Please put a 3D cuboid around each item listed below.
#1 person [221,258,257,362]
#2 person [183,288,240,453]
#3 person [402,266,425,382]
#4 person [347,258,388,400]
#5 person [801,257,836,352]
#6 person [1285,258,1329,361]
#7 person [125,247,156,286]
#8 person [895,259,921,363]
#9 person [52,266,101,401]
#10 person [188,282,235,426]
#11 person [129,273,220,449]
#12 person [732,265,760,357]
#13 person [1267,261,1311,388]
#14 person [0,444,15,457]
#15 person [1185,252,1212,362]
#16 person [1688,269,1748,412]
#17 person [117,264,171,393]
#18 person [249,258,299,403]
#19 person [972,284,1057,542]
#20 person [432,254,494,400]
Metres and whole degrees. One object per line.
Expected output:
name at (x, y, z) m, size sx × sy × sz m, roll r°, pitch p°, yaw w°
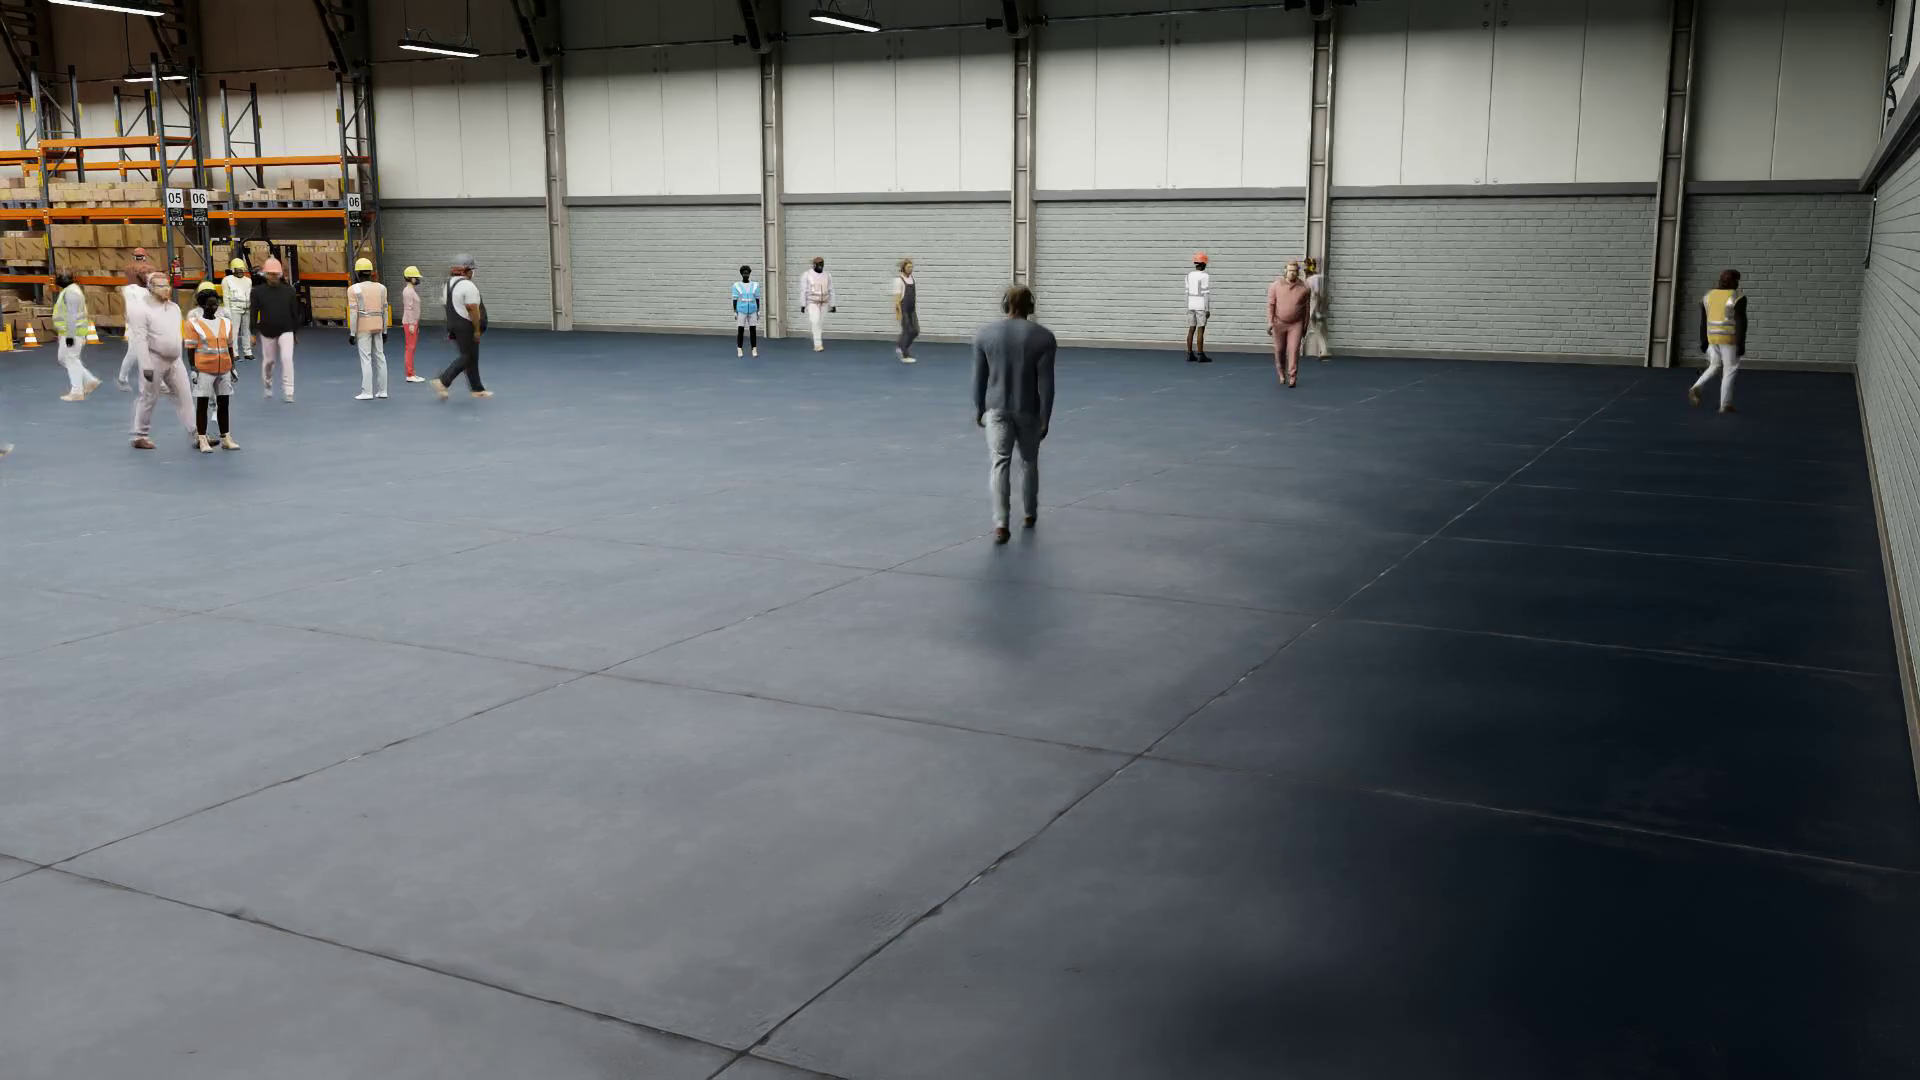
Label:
person at (-12.814, -4.092, 29.623) m, size 0.403 × 1.834 × 0.588 m, roll 6°, pitch 12°, yaw 31°
person at (-7.758, -1.758, 17.264) m, size 0.319 × 1.698 × 0.532 m, roll 8°, pitch 13°, yaw 36°
person at (-8.386, -3.307, 25.529) m, size 0.331 × 1.767 × 0.527 m, roll -2°, pitch 11°, yaw -11°
person at (-8.101, -2.880, 22.761) m, size 0.370 × 1.927 × 0.588 m, roll 7°, pitch 13°, yaw 35°
person at (-2.669, -4.520, 32.005) m, size 0.661 × 1.811 × 0.834 m, roll -6°, pitch 12°, yaw -30°
person at (6.182, -4.096, 29.682) m, size 0.966 × 1.824 × 0.510 m, roll 0°, pitch 10°, yaw 0°
person at (-16.880, -5.036, 34.361) m, size 0.617 × 1.986 × 0.401 m, roll -4°, pitch 11°, yaw -21°
person at (-0.926, -4.029, 29.295) m, size 0.414 × 1.828 × 0.533 m, roll 7°, pitch 13°, yaw 34°
person at (-12.070, -2.800, 22.602) m, size 0.444 × 1.831 × 0.630 m, roll -6°, pitch 12°, yaw -31°
person at (-8.937, -2.233, 19.862) m, size 0.502 × 1.697 × 0.910 m, roll -4°, pitch 11°, yaw -20°
person at (-8.312, -1.856, 17.387) m, size 0.973 × 1.851 × 0.657 m, roll 5°, pitch 11°, yaw 24°
person at (-3.937, -4.209, 30.658) m, size 0.529 × 1.689 × 0.321 m, roll -4°, pitch 11°, yaw -19°
person at (4.905, -3.231, 24.850) m, size 0.637 × 1.870 × 0.940 m, roll 2°, pitch 11°, yaw 12°
person at (-9.787, -1.598, 16.047) m, size 1.024 × 1.824 × 0.573 m, roll -8°, pitch 13°, yaw -37°
person at (4.234, -4.120, 29.486) m, size 0.368 × 1.939 × 0.542 m, roll -7°, pitch 13°, yaw -35°
person at (9.633, -2.513, 21.041) m, size 0.604 × 1.826 × 0.631 m, roll -4°, pitch 11°, yaw -23°
person at (-11.716, -3.014, 23.747) m, size 0.984 × 1.844 × 0.580 m, roll 5°, pitch 11°, yaw 25°
person at (-9.328, -2.859, 22.604) m, size 0.635 × 1.953 × 0.981 m, roll -6°, pitch 12°, yaw -28°
person at (0.403, -0.959, 12.452) m, size 0.639 × 1.885 × 1.013 m, roll 1°, pitch 10°, yaw 6°
person at (-6.829, -2.925, 22.696) m, size 0.895 × 2.000 × 0.698 m, roll -10°, pitch 14°, yaw -42°
